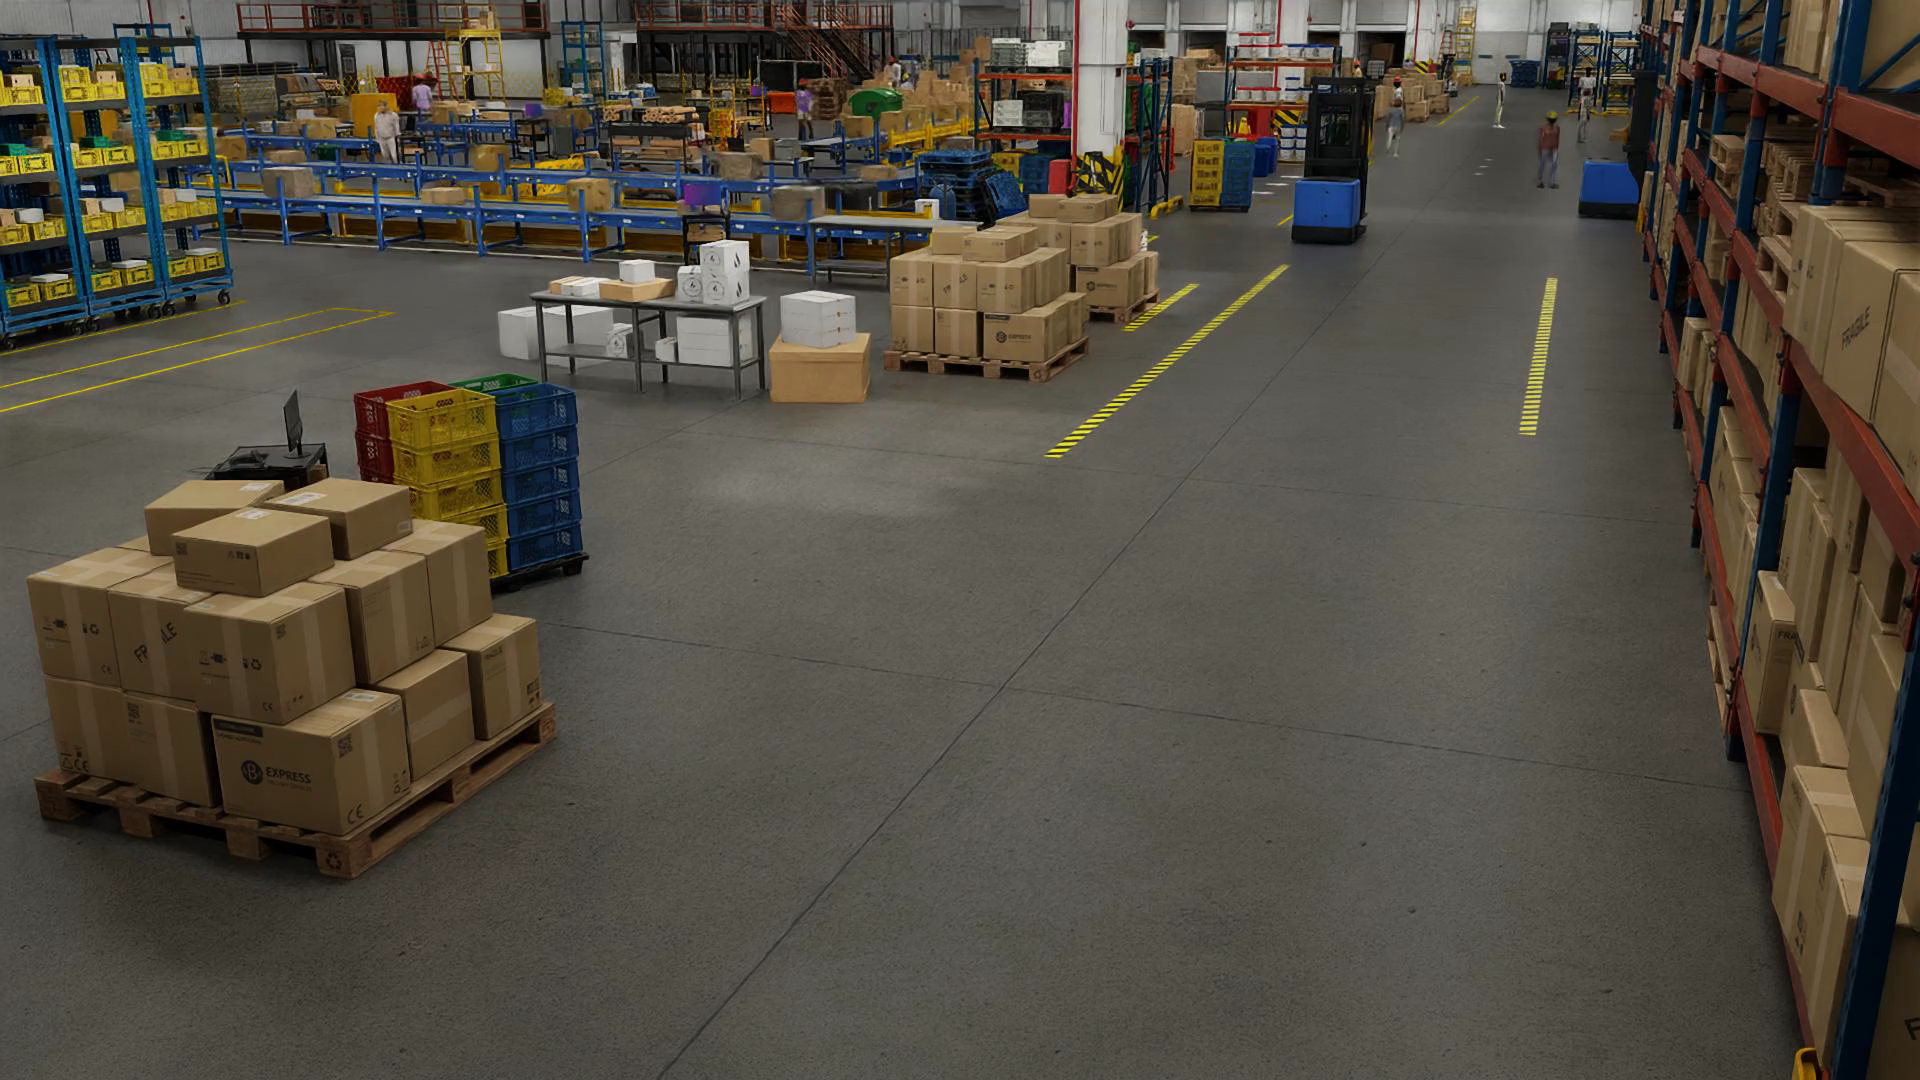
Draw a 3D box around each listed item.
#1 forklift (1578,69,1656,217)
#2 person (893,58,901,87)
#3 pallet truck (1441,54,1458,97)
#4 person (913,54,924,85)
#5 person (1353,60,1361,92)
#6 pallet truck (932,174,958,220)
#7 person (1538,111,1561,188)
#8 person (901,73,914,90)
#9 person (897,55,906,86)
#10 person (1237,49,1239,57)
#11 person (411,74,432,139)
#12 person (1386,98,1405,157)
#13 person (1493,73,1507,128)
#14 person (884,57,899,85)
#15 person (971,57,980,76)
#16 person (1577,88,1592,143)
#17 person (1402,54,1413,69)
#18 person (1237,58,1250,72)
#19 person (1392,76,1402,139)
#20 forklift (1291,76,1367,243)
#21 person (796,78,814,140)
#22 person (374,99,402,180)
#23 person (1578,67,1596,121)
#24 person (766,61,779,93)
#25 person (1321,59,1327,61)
[{"bbox_3d":[13.219,-7.740,32.475,1.873,2.768,1.129,6,19,18],"label":"forklift"},{"bbox_3d":[-3.037,-21.486,77.355,0.579,1.853,0.899,3,18,10],"label":"person"},{"bbox_3d":[22.765,-21.886,78.355,0.823,1.965,1.885,-4,18,-14],"label":"pallet truck"},{"bbox_3d":[-2.012,-22.420,80.161,0.587,1.920,0.390,-10,20,-29],"label":"person"},{"bbox_3d":[16.629,-19.139,69.845,0.396,1.929,0.550,9,20,25],"label":"person"},{"bbox_3d":[-0.507,-5.292,27.348,0.653,1.274,1.630,6,19,19],"label":"pallet truck"},{"bbox_3d":[13.468,-8.879,37.893,0.558,1.735,0.760,-4,18,-12],"label":"person"},{"bbox_3d":[-1.875,-15.367,58.145,0.404,1.827,0.601,16,23,40],"label":"person"},{"bbox_3d":[-2.939,-23.113,82.475,0.560,1.831,0.450,5,18,15],"label":"person"},{"bbox_3d":[15.601,-26.697,93.712,0.522,1.853,0.391,-17,24,-42],"label":"person"},{"bbox_3d":[-17.049,-13.680,52.550,0.618,2.006,0.916,-15,23,-39],"label":"person"},{"bbox_3d":[12.076,-11.456,46.199,0.510,1.613,0.543,8,19,24],"label":"person"},{"bbox_3d":[18.768,-15.246,57.700,0.328,1.872,0.514,0,18,1],"label":"person"},{"bbox_3d":[-3.010,-20.194,73.070,0.661,1.970,0.663,-5,18,-15],"label":"person"},{"bbox_3d":[0.687,-21.465,77.220,0.981,1.897,0.561,-16,24,-41],"label":"person"},{"bbox_3d":[19.312,-13.123,51.401,0.307,1.641,0.514,-1,18,-3],"label":"person"},{"bbox_3d":[21.639,-22.554,80.569,0.382,1.924,0.594,-12,21,-34],"label":"person"},{"bbox_3d":[12.669,-20.797,74.863,0.693,2.000,0.535,14,23,38],"label":"person"},{"bbox_3d":[13.802,-13.688,52.693,0.365,1.935,0.553,4,18,12],"label":"person"},{"bbox_3d":[6.598,-6.755,29.381,1.129,2.768,1.873,6,19,19],"label":"forklift"},{"bbox_3d":[-4.883,-13.584,52.434,0.547,1.912,0.878,4,18,13],"label":"person"},{"bbox_3d":[-13.746,-9.605,39.942,0.663,1.897,0.398,3,18,10],"label":"person"},{"bbox_3d":[23.071,-16.420,61.256,0.606,1.957,0.388,5,18,15],"label":"person"},{"bbox_3d":[-8.338,-20.389,73.924,0.601,1.830,0.977,1,18,3],"label":"person"},{"bbox_3d":[20.075,-26.104,91.897,0.706,1.824,0.640,0,18,-1],"label":"person"}]
